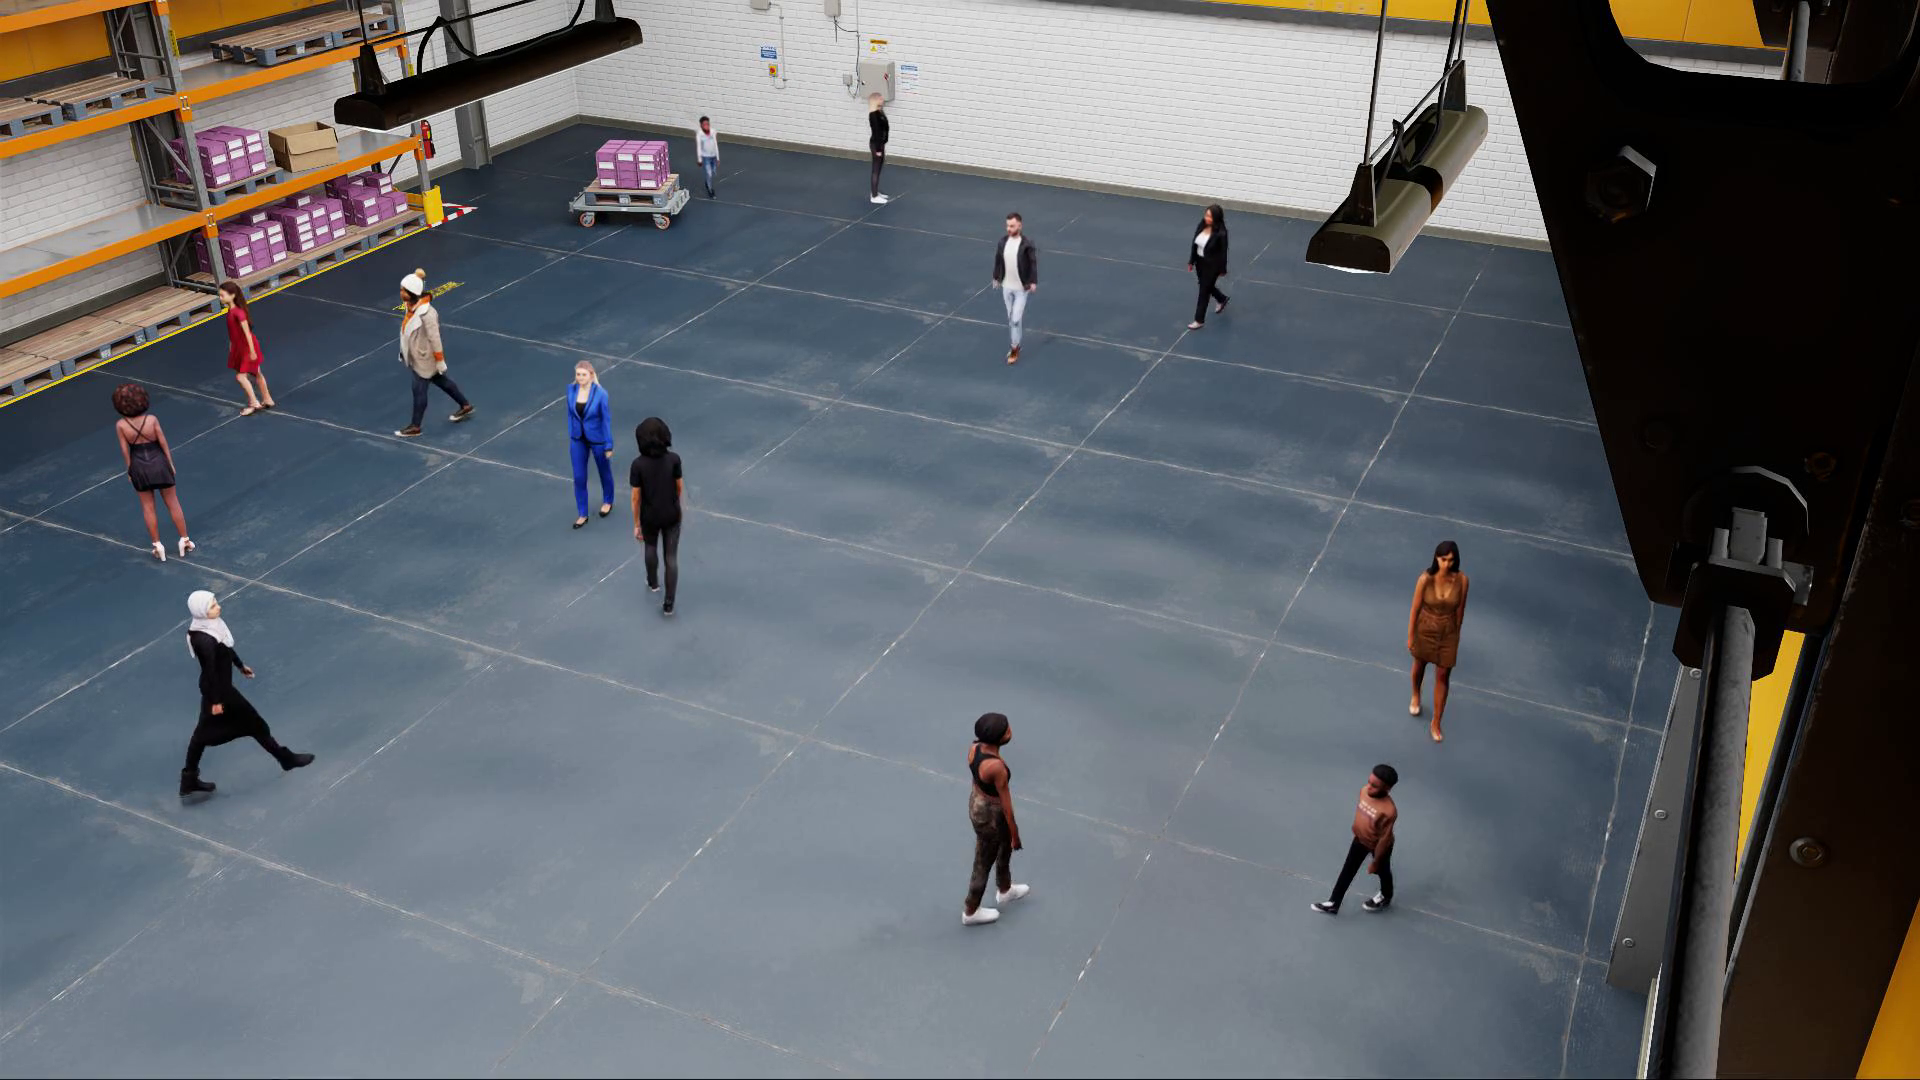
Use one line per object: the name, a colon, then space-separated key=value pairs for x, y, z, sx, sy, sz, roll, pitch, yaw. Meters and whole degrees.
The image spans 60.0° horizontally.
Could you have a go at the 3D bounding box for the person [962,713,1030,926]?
person: x=0.115 y=1.887 z=11.110 sx=0.895 sy=1.683 sz=0.832 roll=-11 pitch=30 yaw=-19

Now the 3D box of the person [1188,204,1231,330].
person: x=3.206 y=-3.492 z=21.075 sx=1.168 sy=1.583 sz=0.930 roll=-21 pitch=35 yaw=-34

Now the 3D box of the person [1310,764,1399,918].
person: x=2.867 y=2.044 z=11.301 sx=0.942 sy=1.225 sz=0.848 roll=-13 pitch=31 yaw=-22

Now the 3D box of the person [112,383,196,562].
person: x=-7.602 y=-0.638 z=15.630 sx=0.649 sy=1.789 sz=0.716 roll=-12 pitch=31 yaw=-20

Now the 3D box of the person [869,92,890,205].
person: x=-1.286 y=-6.066 z=25.688 sx=0.751 sy=1.685 sz=0.615 roll=0 pitch=29 yaw=1

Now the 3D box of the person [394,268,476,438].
person: x=-5.752 y=-2.072 z=18.198 sx=1.285 sy=1.846 sz=1.102 roll=-17 pitch=33 yaw=-28

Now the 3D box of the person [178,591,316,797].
person: x=-5.600 y=1.177 z=12.372 sx=1.271 sy=1.721 sz=1.088 roll=-15 pitch=32 yaw=-25

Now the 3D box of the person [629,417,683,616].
person: x=-2.645 y=-0.170 z=14.752 sx=0.956 sy=1.806 sz=1.053 roll=-8 pitch=30 yaw=-14

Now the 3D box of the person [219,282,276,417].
person: x=-7.977 y=-2.190 z=18.739 sx=0.760 sy=1.536 sz=0.683 roll=-21 pitch=35 yaw=-33

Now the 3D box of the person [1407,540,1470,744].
person: x=3.778 y=0.714 z=13.283 sx=0.739 sy=1.663 sz=0.965 roll=4 pitch=29 yaw=7

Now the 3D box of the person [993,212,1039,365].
person: x=0.714 y=-3.092 z=20.094 sx=0.723 sy=1.821 sz=0.806 roll=16 pitch=32 yaw=27

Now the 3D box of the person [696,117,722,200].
person: x=-3.951 y=-6.023 z=26.067 sx=0.860 sy=1.248 sz=0.835 roll=-16 pitch=32 yaw=-27

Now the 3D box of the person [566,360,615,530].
person: x=-3.601 y=-1.007 z=16.420 sx=0.794 sy=1.679 sz=0.957 roll=5 pitch=29 yaw=10
